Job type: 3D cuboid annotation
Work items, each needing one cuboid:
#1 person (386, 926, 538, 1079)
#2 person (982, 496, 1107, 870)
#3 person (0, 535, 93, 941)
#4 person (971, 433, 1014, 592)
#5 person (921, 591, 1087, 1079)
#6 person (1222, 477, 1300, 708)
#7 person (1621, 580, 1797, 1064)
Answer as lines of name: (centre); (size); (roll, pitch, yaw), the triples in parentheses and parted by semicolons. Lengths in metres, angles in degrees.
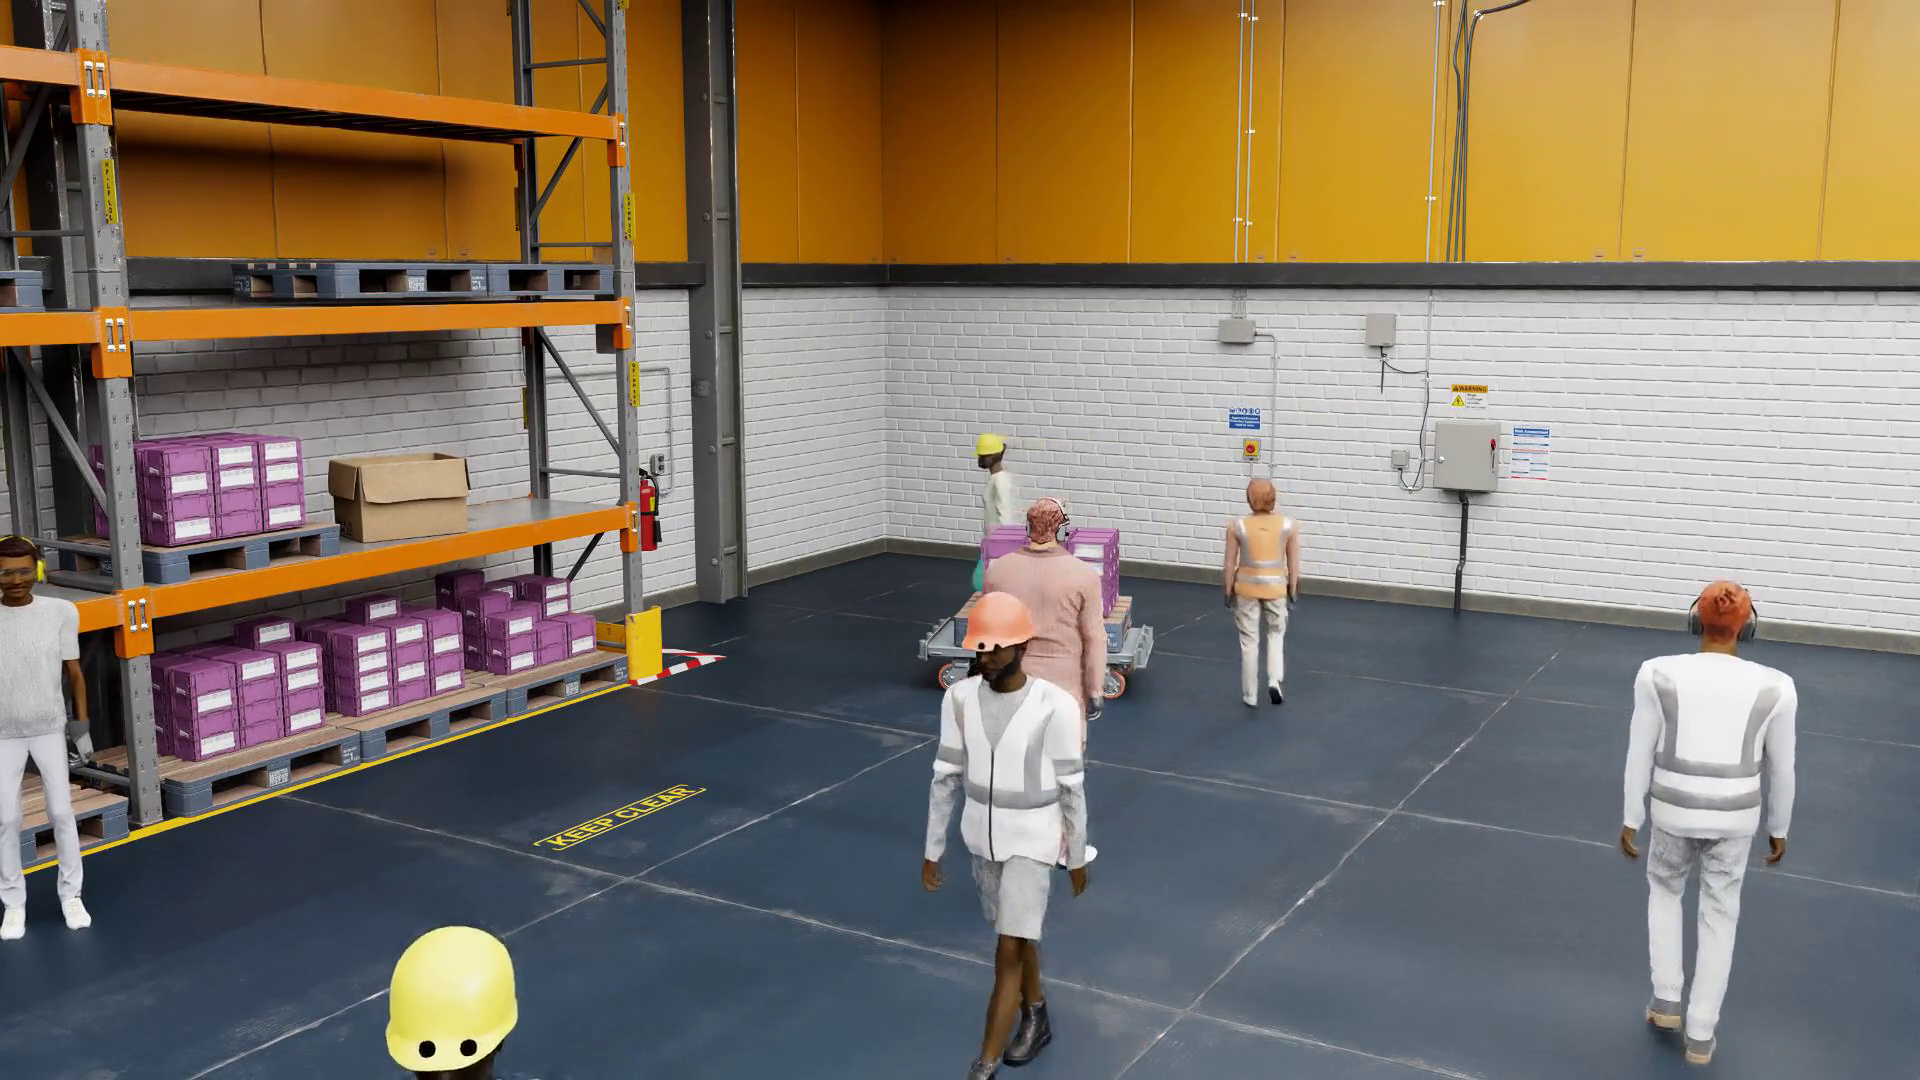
person: (-0.887, 1.593, 3.109); (0.592, 1.907, 0.744); (0, 9, -2)
person: (0.443, 0.725, 8.512); (0.649, 1.906, 0.401); (3, 10, 21)
person: (-4.270, 0.893, 7.616); (0.513, 1.861, 0.327); (-5, 10, -29)
person: (0.253, 0.005, 13.485); (0.490, 1.747, 0.550); (0, 9, -3)
person: (0.127, 1.125, 6.080); (0.568, 1.882, 0.988); (6, 11, 32)
person: (2.087, 0.372, 11.572); (0.532, 1.625, 0.360); (0, 9, 3)
person: (2.912, 1.070, 6.488); (0.603, 1.862, 0.599); (4, 10, 23)
